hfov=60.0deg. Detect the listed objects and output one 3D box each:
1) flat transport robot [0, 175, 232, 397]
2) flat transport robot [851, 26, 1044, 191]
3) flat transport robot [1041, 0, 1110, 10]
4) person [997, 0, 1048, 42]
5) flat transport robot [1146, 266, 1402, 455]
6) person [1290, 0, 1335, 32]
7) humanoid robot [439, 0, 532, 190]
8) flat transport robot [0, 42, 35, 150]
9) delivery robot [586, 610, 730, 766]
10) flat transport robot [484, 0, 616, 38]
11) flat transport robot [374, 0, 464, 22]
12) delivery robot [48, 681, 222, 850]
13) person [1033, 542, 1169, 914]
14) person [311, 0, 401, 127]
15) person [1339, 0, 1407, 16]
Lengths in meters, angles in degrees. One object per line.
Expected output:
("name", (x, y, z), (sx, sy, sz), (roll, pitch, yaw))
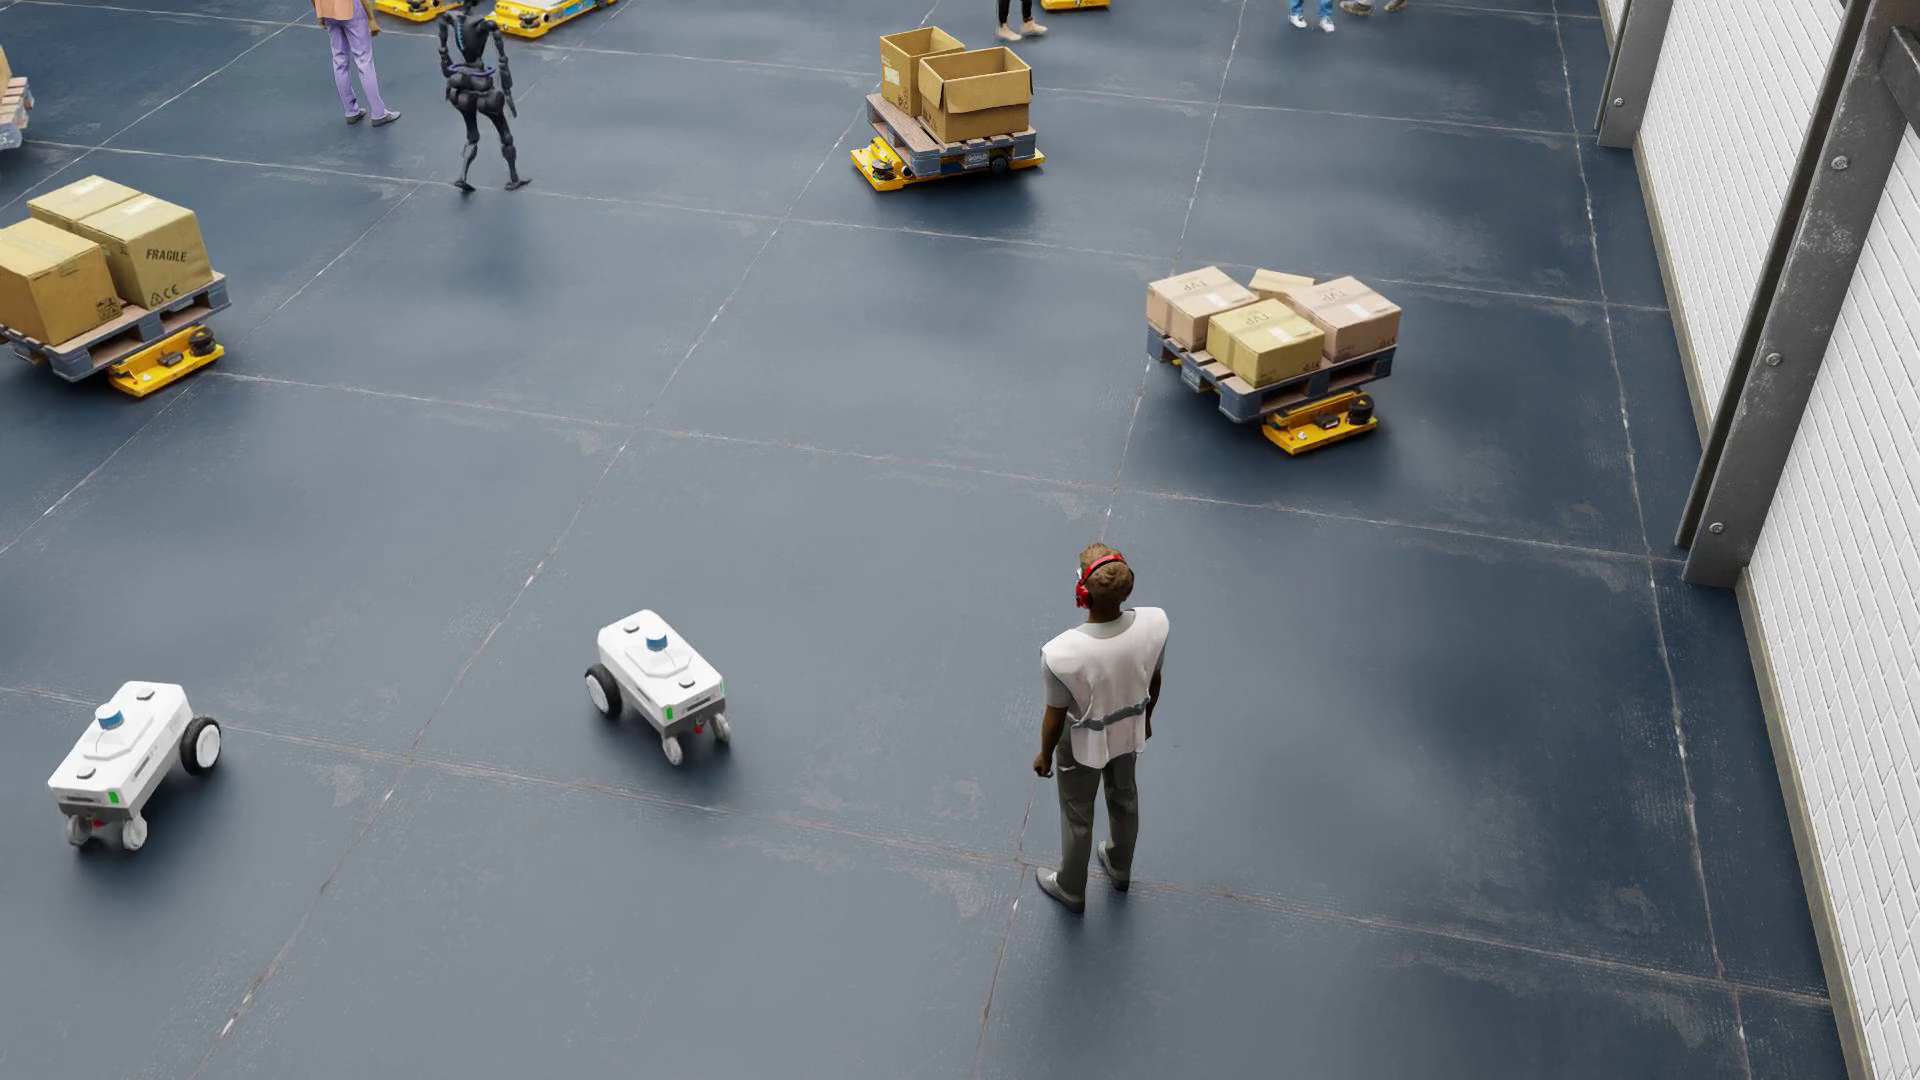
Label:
("flat transport robot", (-5.624, -1.351, 11.027), (1.431, 0.231, 0.659), (21, 42, 25))
("flat transport robot", (-0.099, -3.120, 13.393), (1.431, 0.231, 0.659), (-13, 39, -17))
("flat transport robot", (1.008, -5.715, 16.866), (0.659, 0.231, 1.431), (-8, 37, -10))
("person", (0.569, -5.420, 15.287), (0.478, 1.689, 0.583), (11, 38, 14))
("flat transport robot", (1.948, -1.032, 10.600), (0.659, 0.231, 1.431), (-18, 40, -23))
("person", (3.331, -5.603, 15.512), (0.526, 1.700, 0.601), (-7, 37, -9))
("humanoid robot", (-3.701, -3.428, 12.641), (0.610, 1.643, 0.486), (11, 38, 14))
("flat transport robot", (-8.179, -3.189, 13.486), (0.659, 0.231, 1.431), (-11, 38, -14))
("delivery robot", (-1.453, 0.667, 8.076), (0.499, 0.582, 0.773), (-26, 44, -30))
("flat transport robot", (-3.960, -5.260, 16.257), (0.659, 0.231, 1.431), (19, 41, 23))
("flat transport robot", (-5.067, -5.514, 16.598), (0.659, 0.231, 1.431), (23, 43, 28))
("delivery robot", (-3.824, 0.996, 7.655), (0.499, 0.603, 0.803), (4, 37, 5))
("person", (0.566, 0.813, 6.817), (0.564, 1.842, 0.391), (-18, 40, -22))
("person", (-5.064, -4.304, 13.661), (0.563, 1.847, 0.391), (10, 38, 13))
("person", (4.056, -5.959, 15.871), (0.866, 1.841, 0.599), (-16, 40, -20))
